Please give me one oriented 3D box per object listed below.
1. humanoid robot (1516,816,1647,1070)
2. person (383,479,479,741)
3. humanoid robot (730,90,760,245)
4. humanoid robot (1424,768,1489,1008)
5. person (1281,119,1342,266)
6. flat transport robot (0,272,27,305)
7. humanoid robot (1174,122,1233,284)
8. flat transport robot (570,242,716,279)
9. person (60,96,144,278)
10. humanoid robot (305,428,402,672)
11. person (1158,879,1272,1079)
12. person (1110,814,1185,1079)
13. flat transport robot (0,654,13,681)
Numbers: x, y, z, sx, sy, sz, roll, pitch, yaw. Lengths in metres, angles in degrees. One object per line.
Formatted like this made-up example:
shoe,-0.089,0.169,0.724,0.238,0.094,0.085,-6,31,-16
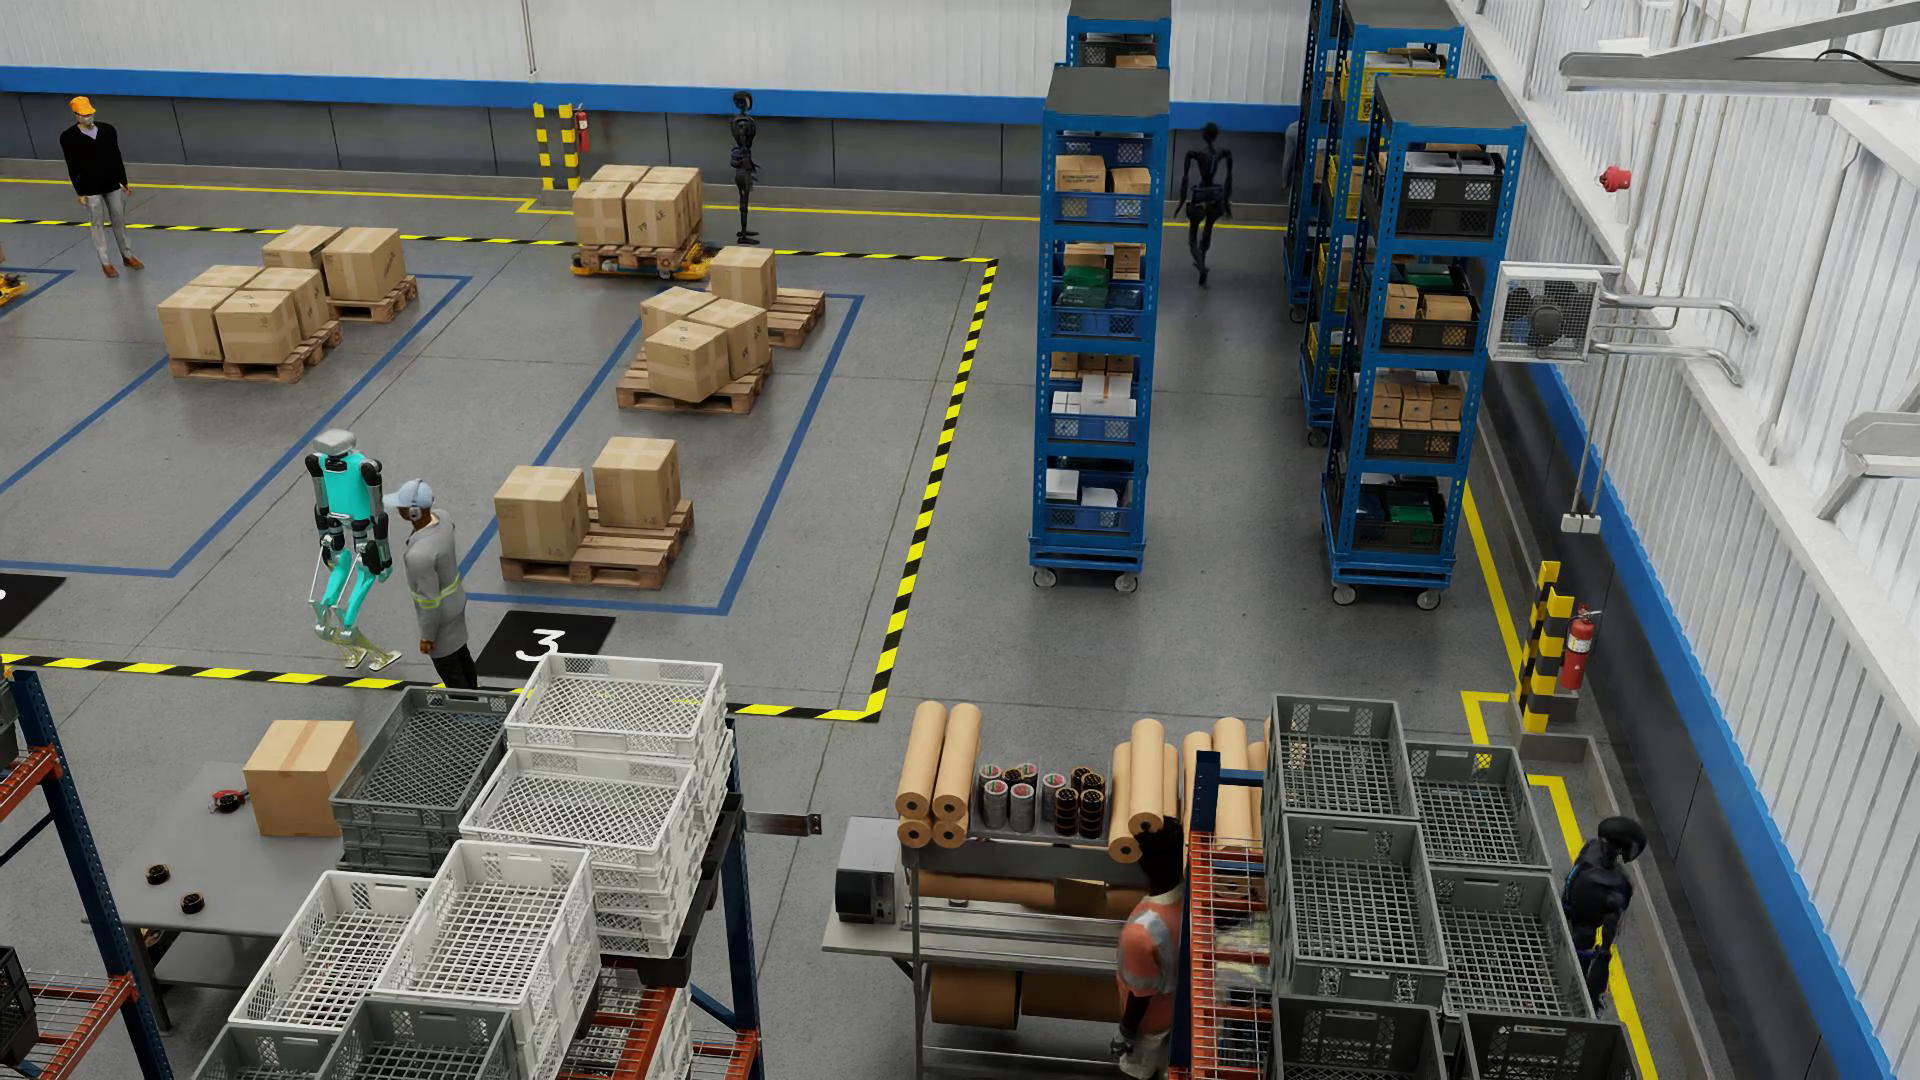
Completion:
humanoid robot,2.875,1.979,7.883,0.454,1.645,0.613,2,30,3
person,-3.256,0.442,10.341,0.365,1.852,0.589,-2,30,-3
humanoid robot,-2.366,-4.125,18.341,0.315,1.659,0.599,-2,30,-3
humanoid robot,2.518,1.788,8.216,0.588,1.658,0.336,24,38,35
person,3.678,-3.745,17.453,0.626,1.934,0.372,2,30,4
flat transport robot,-10.463,-2.574,17.067,1.431,0.197,0.652,3,30,6
humanoid robot,2.582,-3.529,17.346,0.616,1.635,0.636,-6,31,-11
flat transport robot,-3.400,-3.034,17.857,1.431,0.197,0.652,3,30,6
person,-8.999,-3.712,17.448,0.387,1.881,0.586,22,37,33
humanoid robot,-4.048,0.147,10.828,0.533,1.677,0.735,9,31,15
person,1.172,2.173,7.446,0.988,1.797,0.630,2,30,3
person,0.877,2.040,7.484,0.362,1.962,0.611,20,36,31
flat transport robot,-7.142,0.969,11.010,1.431,0.231,0.659,3,30,6
